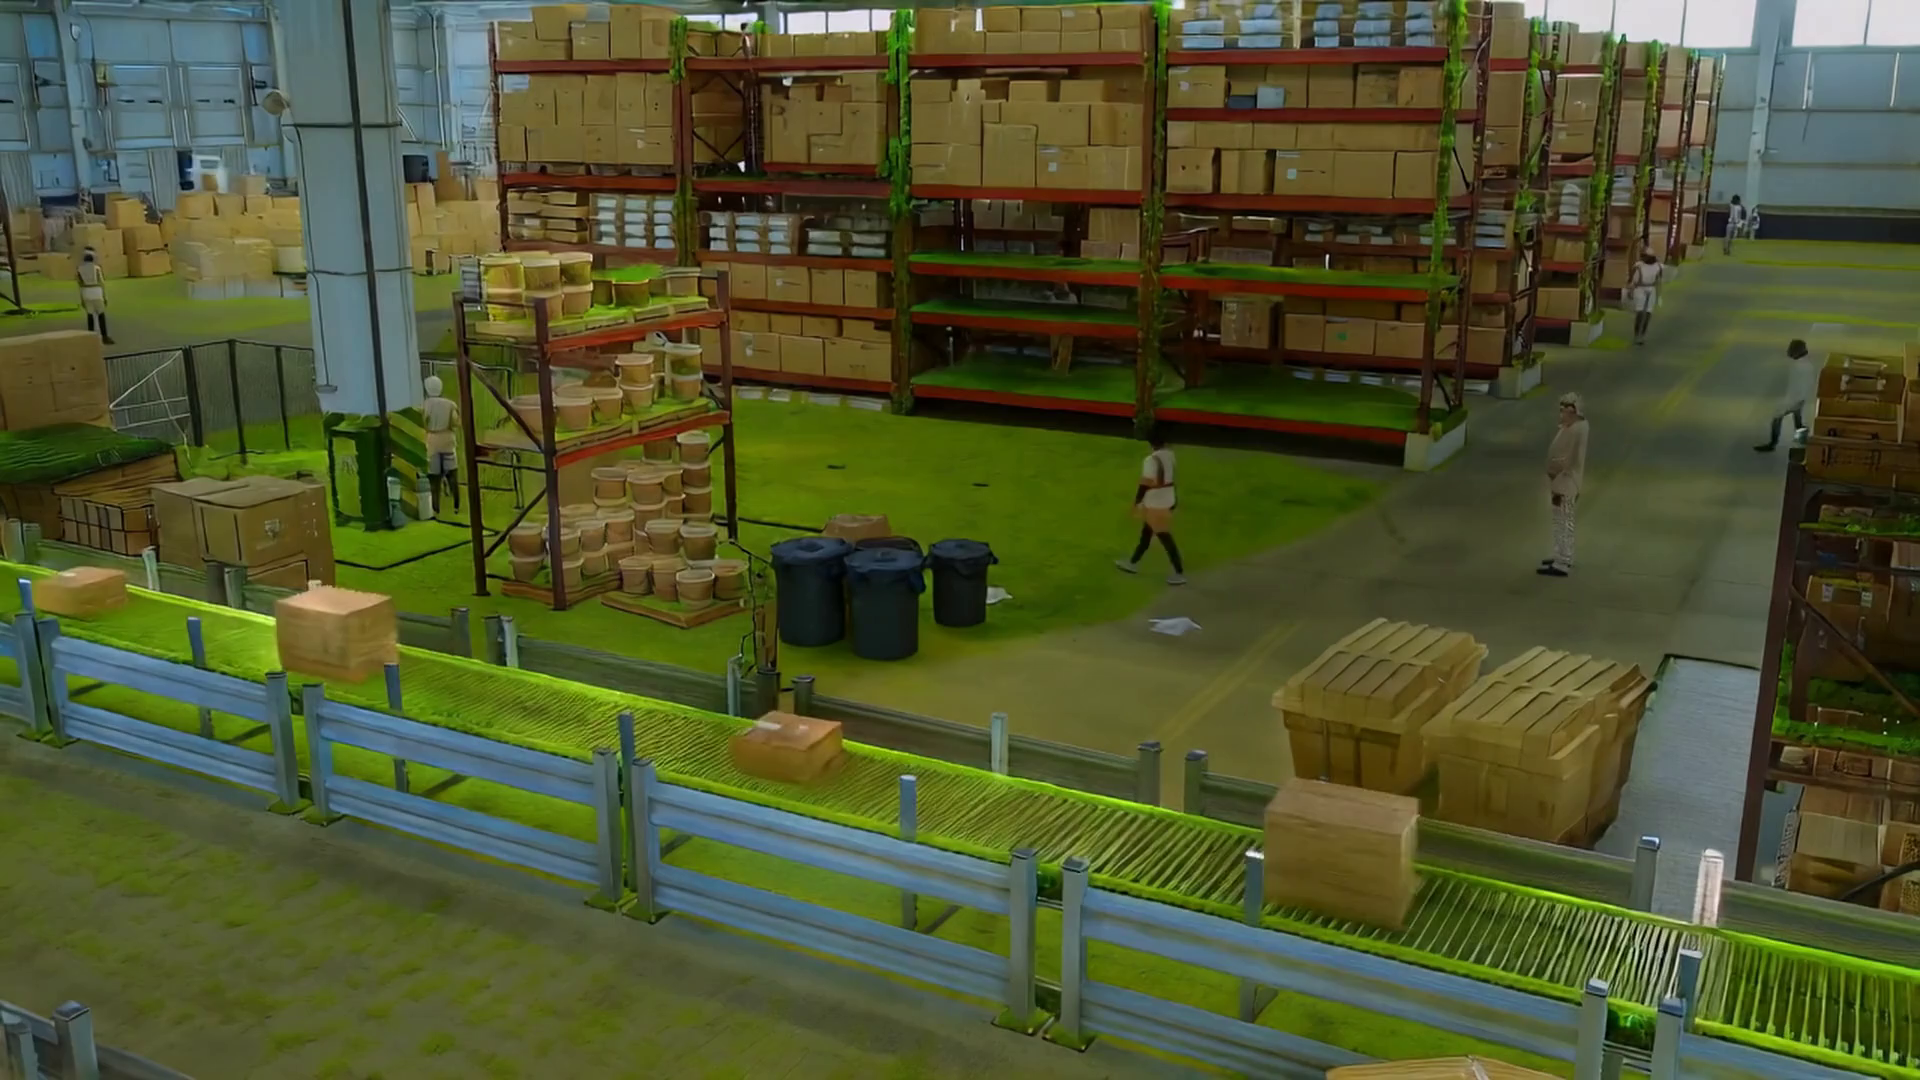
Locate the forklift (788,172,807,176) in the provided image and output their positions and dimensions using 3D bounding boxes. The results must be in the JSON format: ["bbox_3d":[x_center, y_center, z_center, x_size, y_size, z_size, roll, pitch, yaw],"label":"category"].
[{"bbox_3d":[-6.019,-12.997,61.960,1.873,2.768,1.129,8,17,28],"label":"forklift"}]

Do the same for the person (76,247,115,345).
[{"bbox_3d":[-17.249,-4.852,33.143,0.543,1.939,0.360,0,15,-1],"label":"person"}]

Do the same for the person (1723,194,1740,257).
[{"bbox_3d":[23.995,-9.788,51.750,0.392,1.914,0.587,5,16,19],"label":"person"}]

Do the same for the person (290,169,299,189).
[{"bbox_3d":[-28.045,-14.737,70.412,0.978,1.897,0.552,-12,19,-37],"label":"person"}]

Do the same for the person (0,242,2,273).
[{"bbox_3d":[-27.321,-8.459,46.880,0.507,1.847,0.343,-5,16,-19],"label":"person"}]

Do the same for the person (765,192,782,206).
[{"bbox_3d":[-6.007,-10.202,53.323,0.623,1.903,0.582,3,15,10],"label":"person"}]

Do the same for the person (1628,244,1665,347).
[{"bbox_3d":[13.560,-4.812,32.821,0.631,2.022,0.621,2,15,8],"label":"person"}]

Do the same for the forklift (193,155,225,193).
[{"bbox_3d":[-26.647,-12.289,59.298,1.129,2.768,1.873,-3,15,-12],"label":"forklift"}]

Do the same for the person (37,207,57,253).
[{"bbox_3d":[-26.822,-8.934,48.914,0.518,1.707,0.375,10,18,33],"label":"person"}]

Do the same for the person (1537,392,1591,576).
[{"bbox_3d":[6.231,-0.585,17.164,0.407,1.908,0.641,8,17,27],"label":"person"}]

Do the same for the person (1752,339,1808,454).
[{"bbox_3d":[11.375,-1.964,22.920,0.750,1.602,0.537,11,19,36],"label":"person"}]

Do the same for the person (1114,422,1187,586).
[{"bbox_3d":[1.965,-0.372,16.853,0.886,1.644,0.538,8,17,27],"label":"person"}]

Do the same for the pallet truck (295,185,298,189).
[{"bbox_3d":[-26.804,-14.617,69.738,1.885,1.965,0.823,-14,20,-42],"label":"pallet truck"}]

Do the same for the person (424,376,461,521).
[{"bbox_3d":[-6.077,-1.076,19.407,0.540,1.699,0.316,-12,19,-39],"label":"person"}]

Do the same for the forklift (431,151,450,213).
[{"bbox_3d":[-20.054,-13.651,64.417,1.873,2.768,1.129,0,15,0],"label":"forklift"}]

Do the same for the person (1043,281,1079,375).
[{"bbox_3d":[1.722,-3.516,28.181,0.639,1.910,0.407,-6,16,-22],"label":"person"}]
